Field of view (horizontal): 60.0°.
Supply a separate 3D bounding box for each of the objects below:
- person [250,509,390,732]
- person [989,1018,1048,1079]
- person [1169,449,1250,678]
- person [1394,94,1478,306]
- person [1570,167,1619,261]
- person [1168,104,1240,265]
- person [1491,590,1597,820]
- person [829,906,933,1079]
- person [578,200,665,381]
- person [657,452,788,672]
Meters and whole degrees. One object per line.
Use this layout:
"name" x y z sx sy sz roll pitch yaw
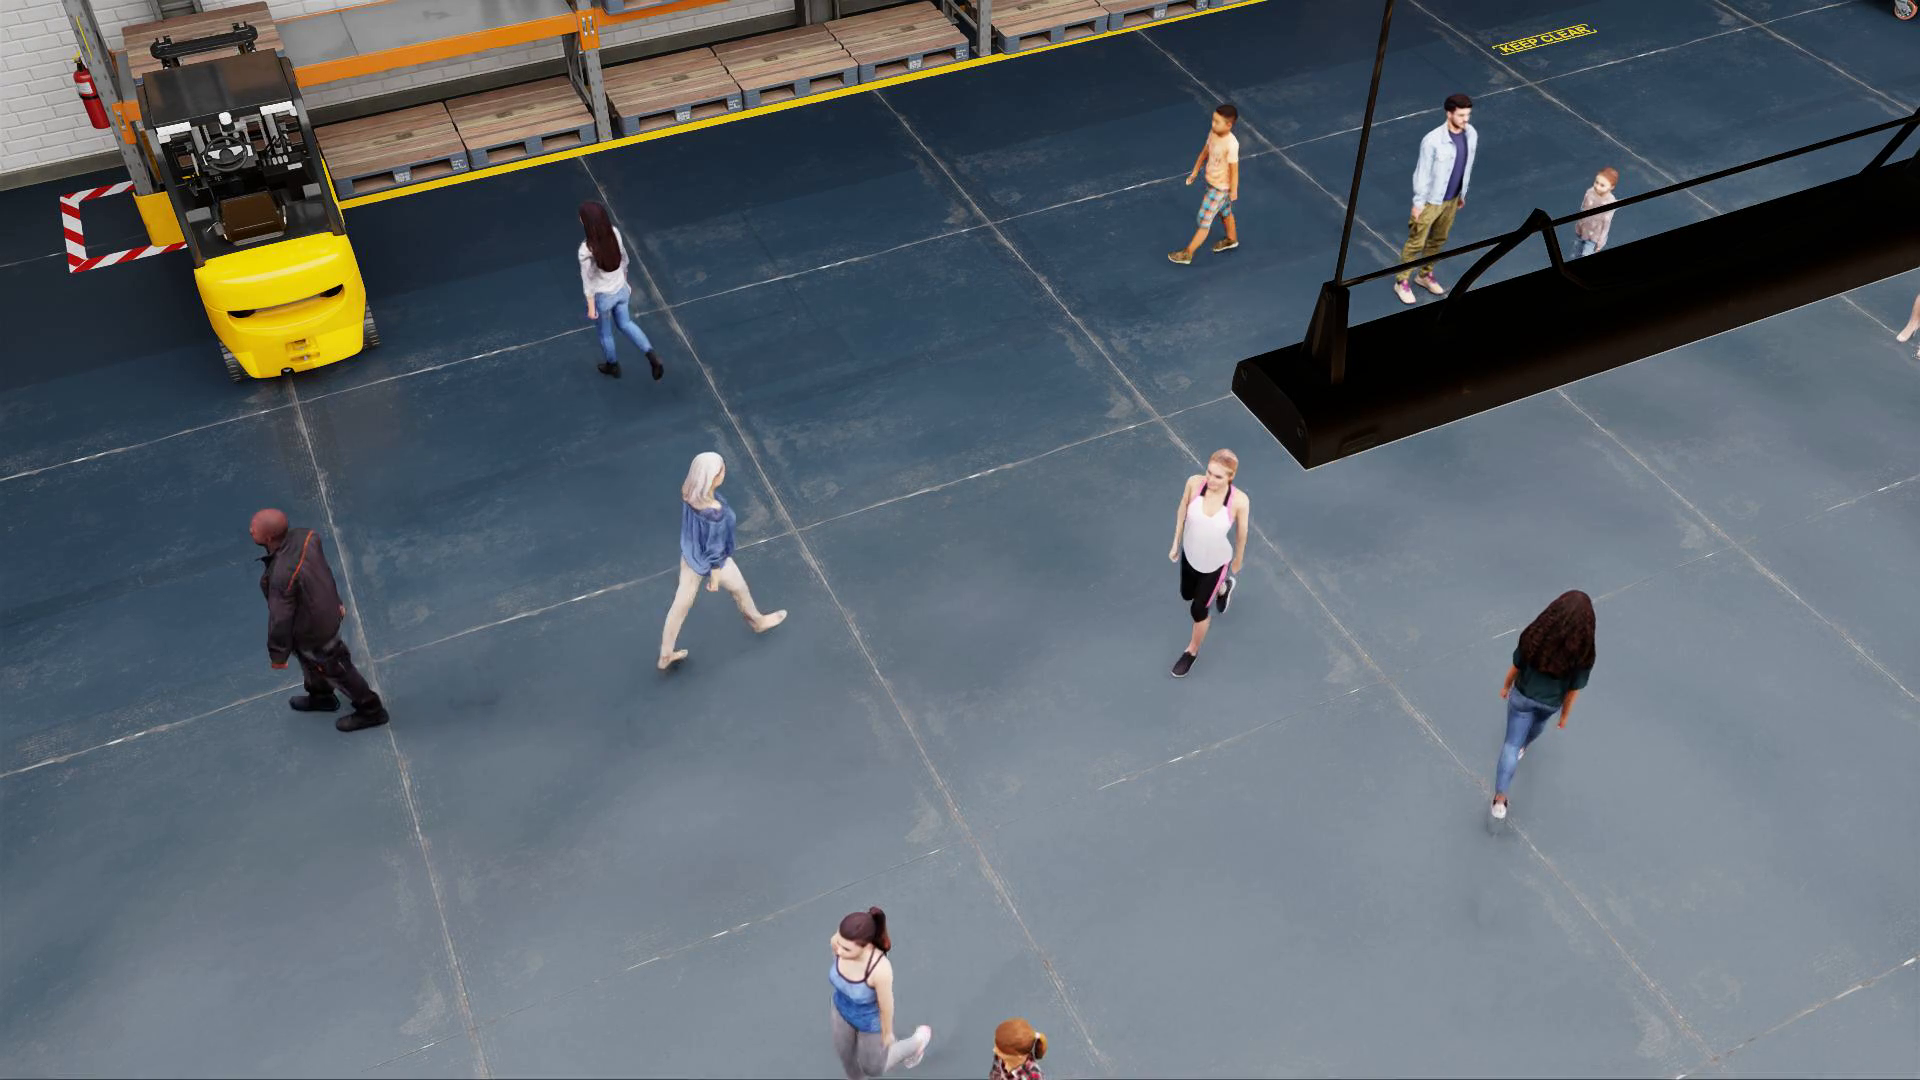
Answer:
"person" -3.790 0.499 9.997 0.988 1.809 0.868 -5 44 -5
"person" 0.369 2.704 8.072 0.785 1.271 0.608 -11 45 -12
"person" 1.599 0.060 10.487 0.878 1.769 1.075 28 50 26
"person" 3.853 -2.770 13.427 0.478 1.811 0.723 -18 46 -18
"person" 5.201 -2.528 13.627 0.685 1.186 0.520 -23 48 -22
"person" 2.235 -3.002 13.948 0.967 1.428 0.574 -14 45 -14
"person" 3.345 0.961 9.679 1.024 1.580 1.119 16 46 16
"person" -0.432 2.312 8.250 0.928 1.595 0.724 -33 52 -30
"person" -2.590 -1.829 12.581 0.947 1.615 0.955 23 48 22
"person" -1.662 0.178 10.448 1.223 1.653 0.797 -27 50 -26
